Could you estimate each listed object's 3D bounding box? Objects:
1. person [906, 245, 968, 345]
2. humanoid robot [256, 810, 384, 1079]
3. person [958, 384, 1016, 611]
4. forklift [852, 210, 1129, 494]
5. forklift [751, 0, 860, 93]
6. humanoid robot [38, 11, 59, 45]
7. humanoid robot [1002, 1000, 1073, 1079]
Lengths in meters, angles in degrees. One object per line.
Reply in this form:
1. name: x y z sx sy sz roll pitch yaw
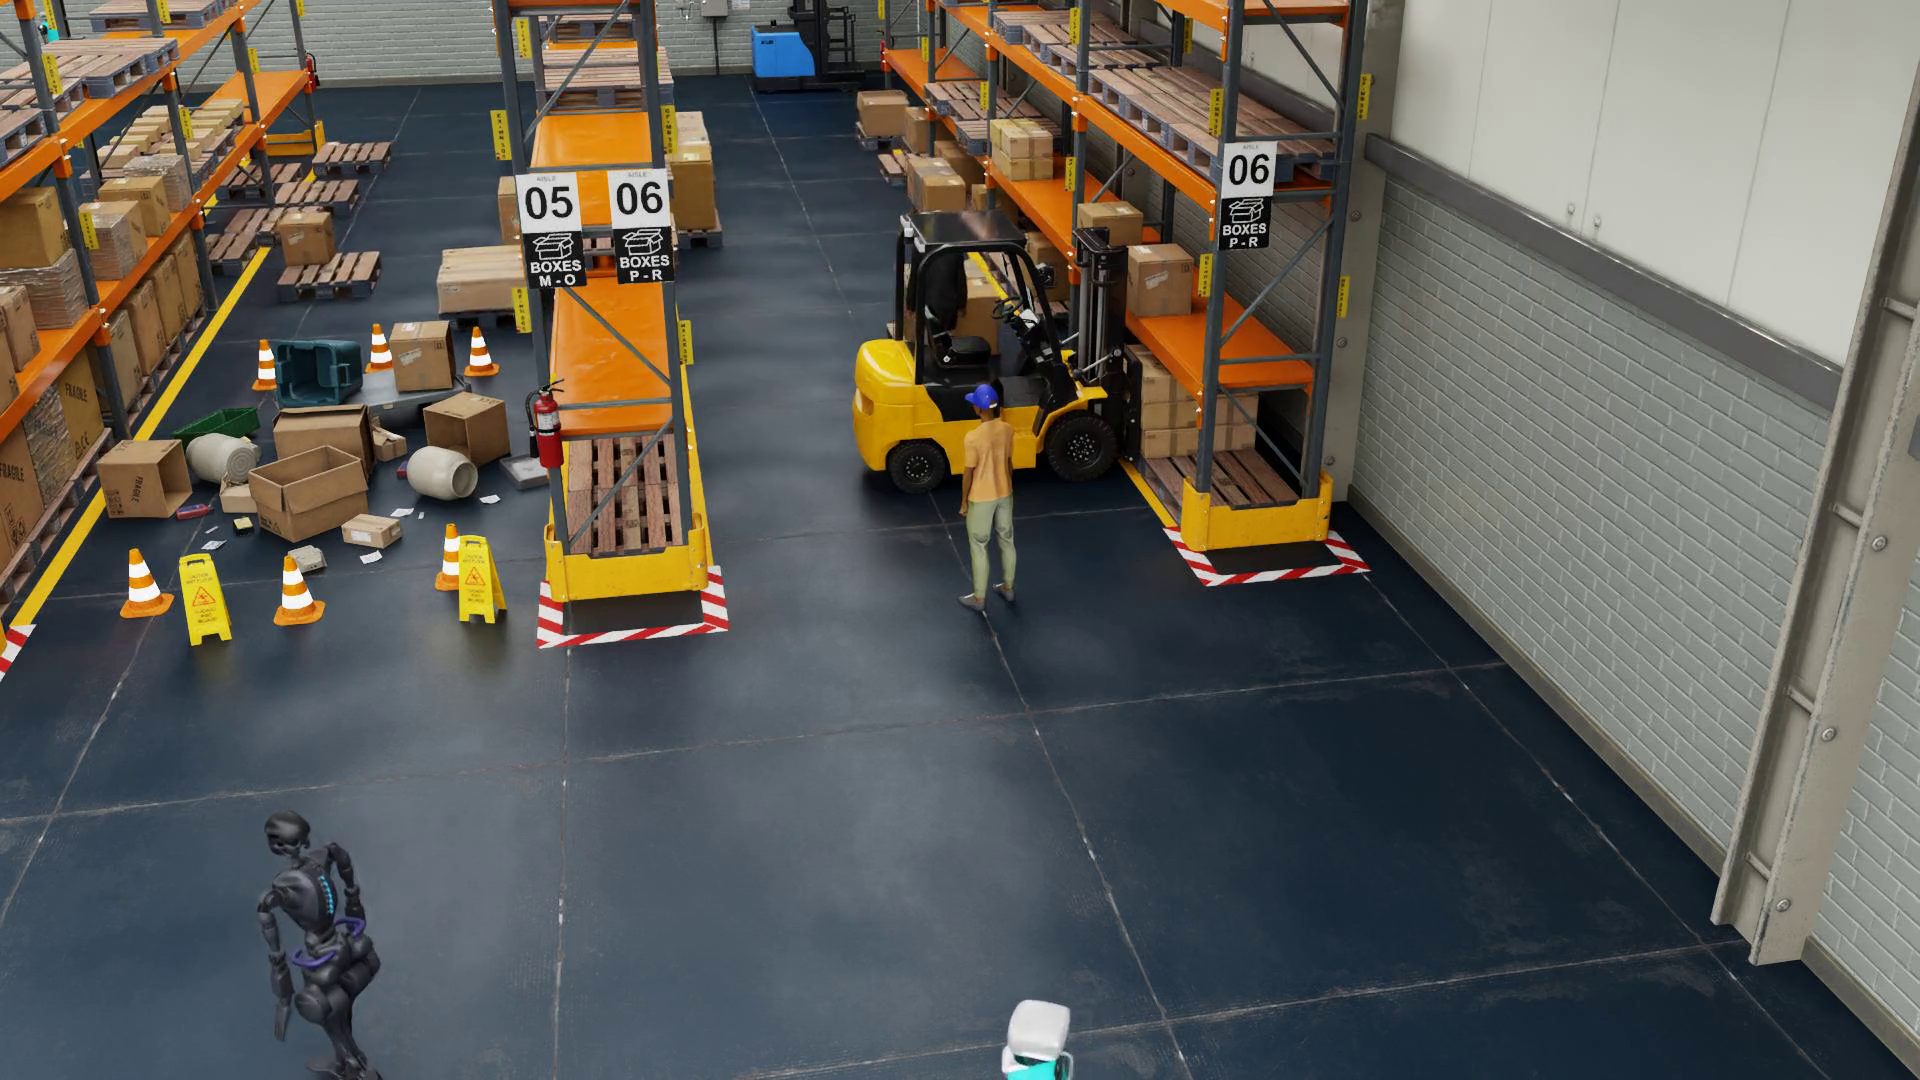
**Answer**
1. person: -0.207 -2.249 16.000 0.570 1.837 0.450 4 26 9
2. humanoid robot: -2.821 1.948 7.502 0.759 1.638 0.603 11 28 21
3. person: 0.183 -0.324 12.141 0.437 1.709 0.390 -18 31 -33
4. forklift: 0.216 -1.659 14.366 2.313 2.155 1.214 -5 26 -10
5. forklift: -2.872 -9.679 30.288 1.873 2.768 1.129 -5 26 -10
6. humanoid robot: -14.974 -8.050 28.044 0.735 1.677 0.533 1 26 2
7. humanoid robot: 0.537 2.538 6.257 0.778 1.864 0.530 2 26 4
